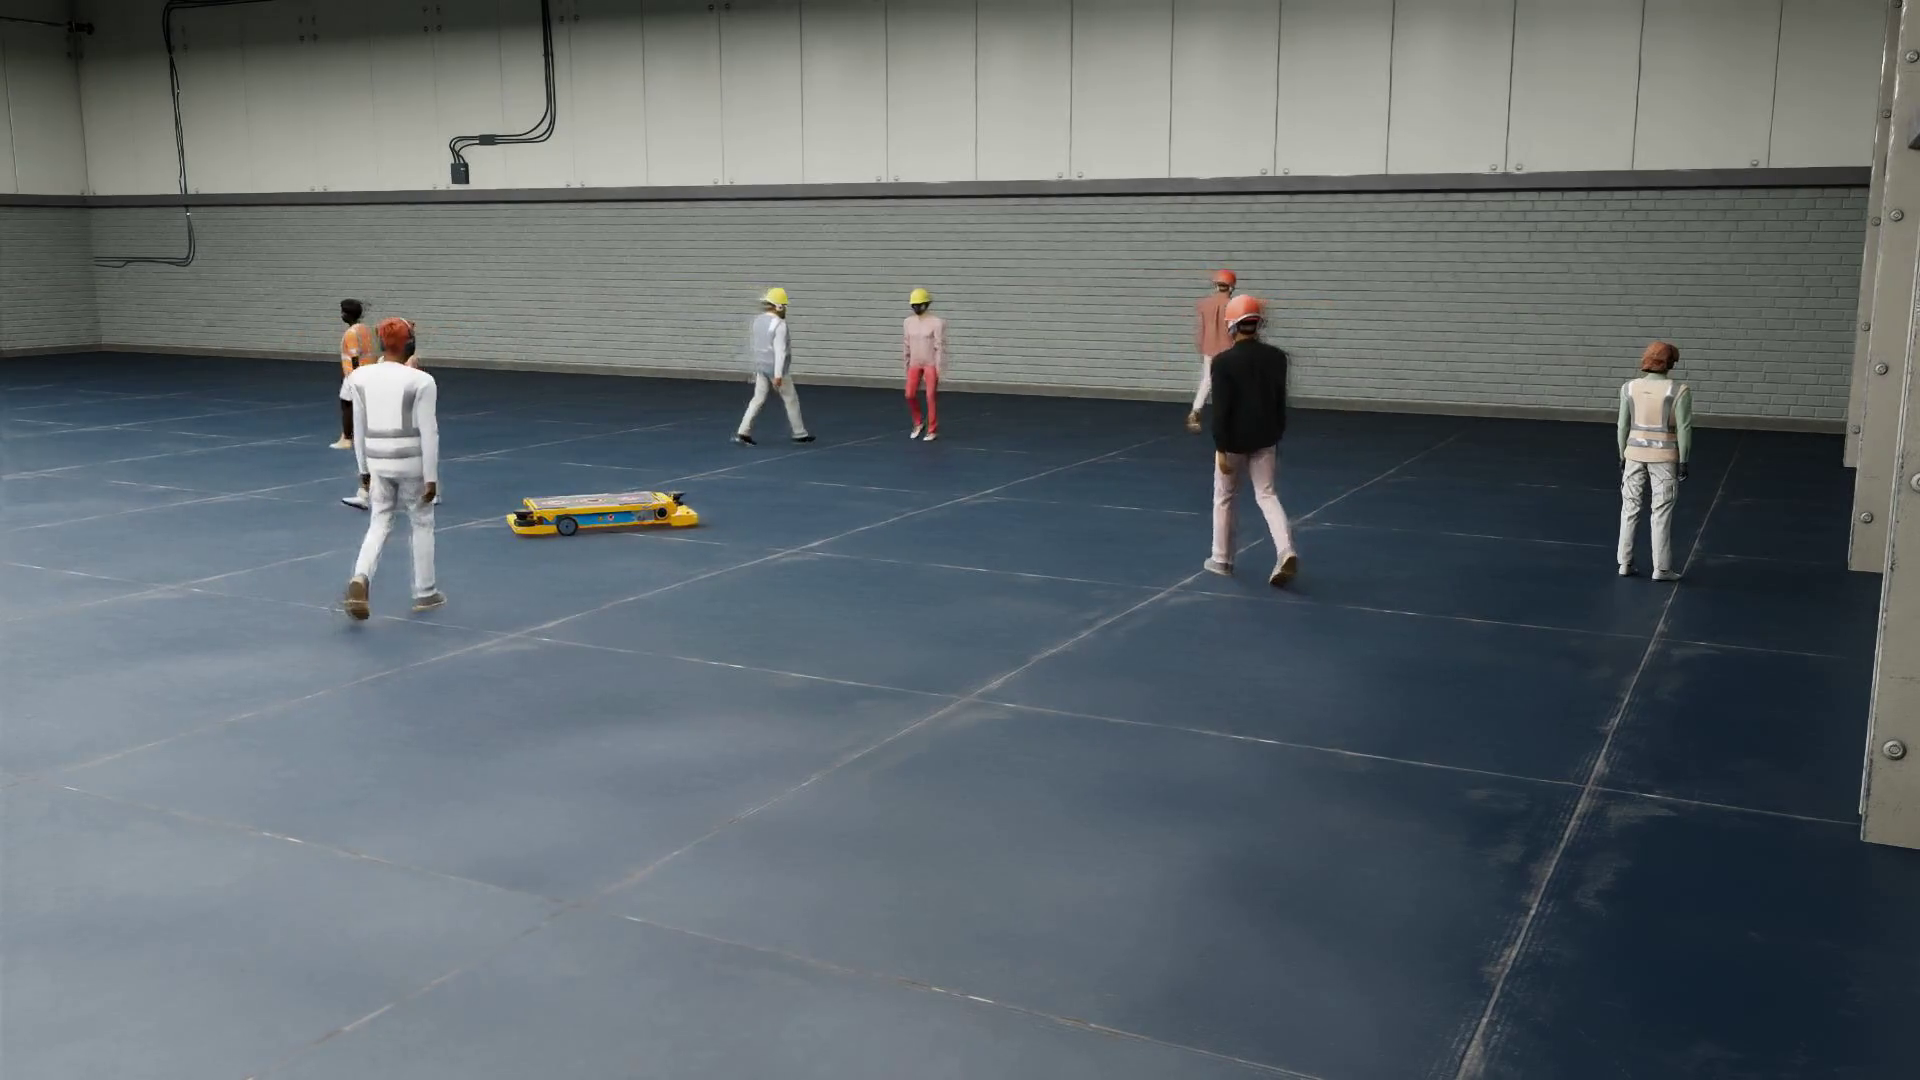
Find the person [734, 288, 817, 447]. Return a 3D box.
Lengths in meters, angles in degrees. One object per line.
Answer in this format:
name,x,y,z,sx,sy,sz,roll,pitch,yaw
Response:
person,-2.099,-1.914,18.515,0.969,1.780,0.599,-9,14,-41

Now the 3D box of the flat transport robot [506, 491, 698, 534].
flat transport robot,-2.894,-0.229,13.424,1.431,0.197,0.652,-4,11,-21

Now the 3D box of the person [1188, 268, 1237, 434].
person,3.069,-2.233,19.747,0.611,1.970,0.915,7,13,34

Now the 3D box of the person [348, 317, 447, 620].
person,-3.483,-0.432,10.204,0.583,1.861,0.780,2,11,8

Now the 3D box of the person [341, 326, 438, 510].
person,-4.861,-1.030,14.170,0.518,1.600,0.836,8,13,37

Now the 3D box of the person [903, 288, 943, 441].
person,-0.421,-1.995,19.012,0.542,1.750,0.394,4,11,22

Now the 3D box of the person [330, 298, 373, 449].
person,-6.550,-1.824,18.303,0.773,1.670,0.531,0,10,2

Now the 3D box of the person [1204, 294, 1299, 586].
person,1.988,-0.674,11.267,0.611,1.965,0.916,-3,11,-18

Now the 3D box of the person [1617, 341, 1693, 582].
person,4.727,-0.534,11.352,0.308,1.640,0.511,-9,14,-40
